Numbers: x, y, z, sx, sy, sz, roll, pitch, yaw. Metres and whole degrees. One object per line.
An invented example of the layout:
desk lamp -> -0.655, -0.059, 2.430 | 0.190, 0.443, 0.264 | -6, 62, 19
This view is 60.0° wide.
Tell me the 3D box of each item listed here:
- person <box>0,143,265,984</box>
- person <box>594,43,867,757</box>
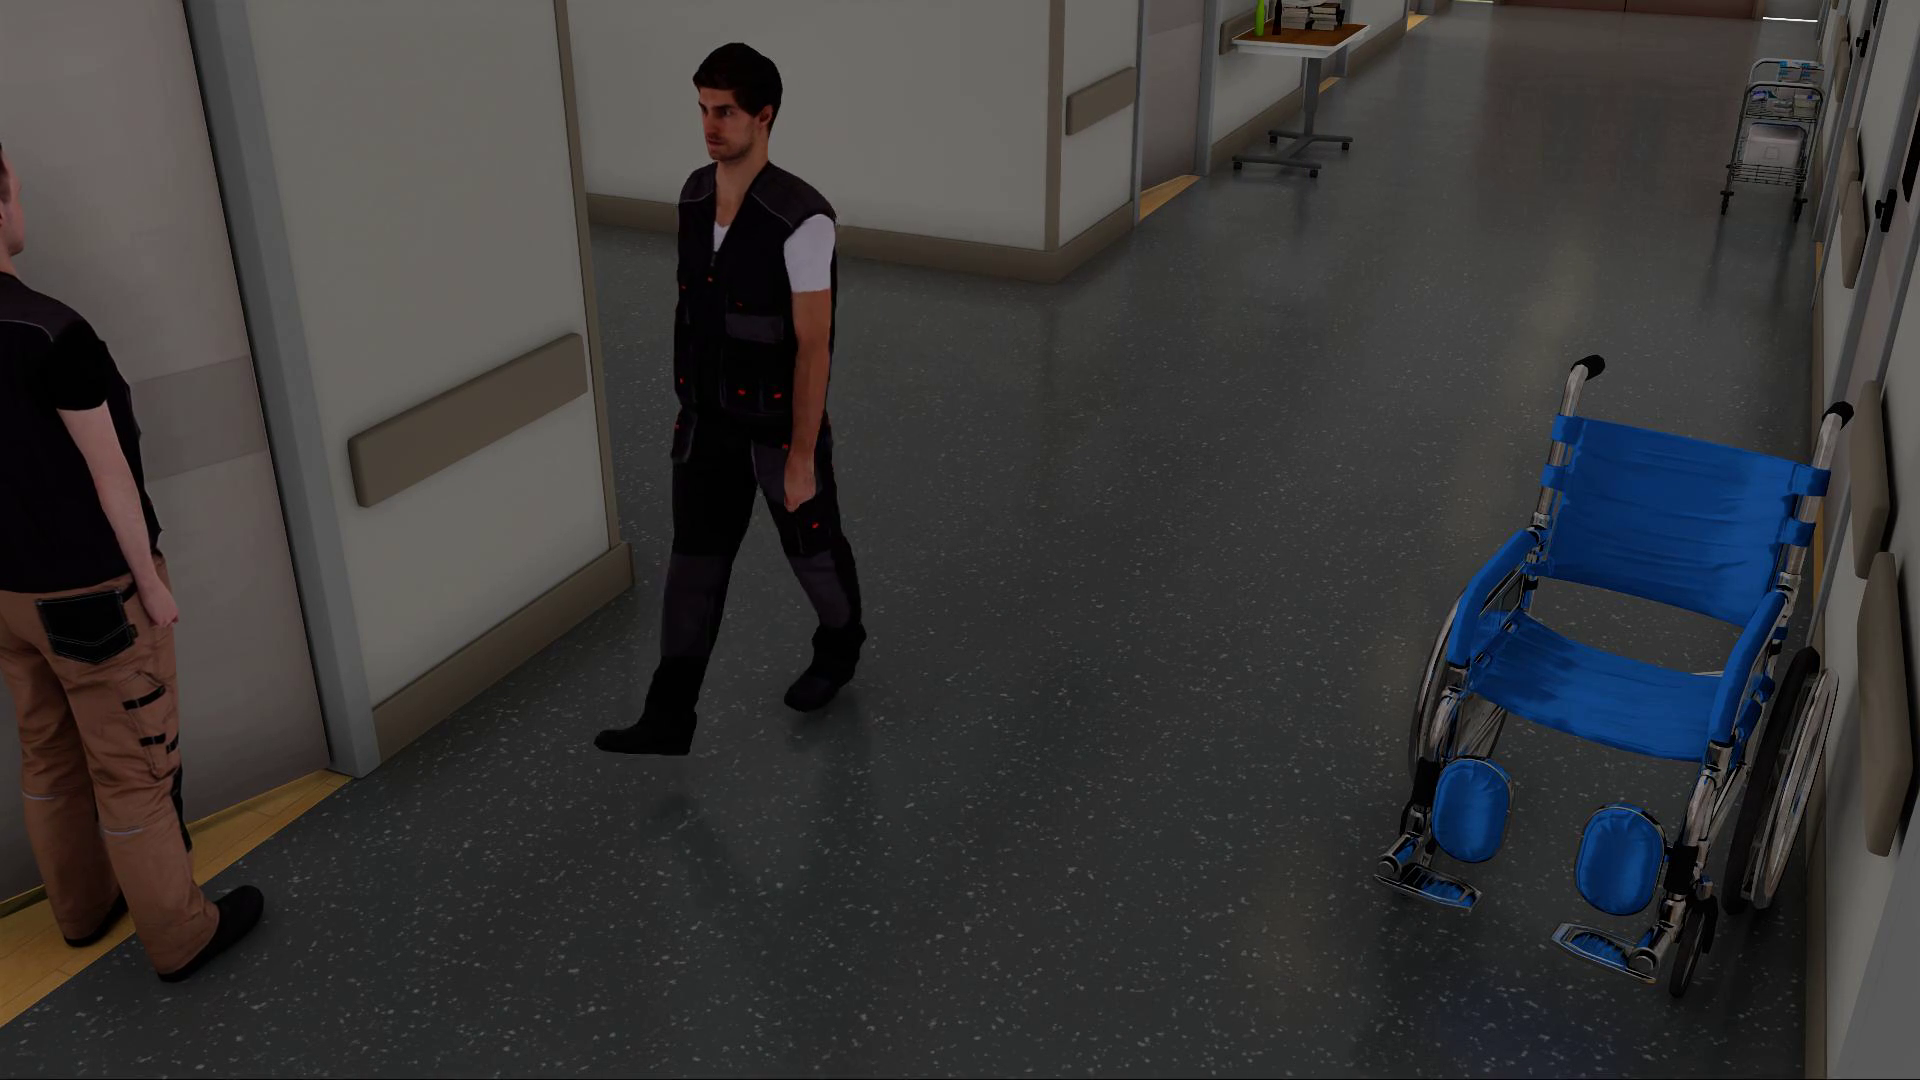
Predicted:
person -> -1.867, 0.076, 3.424 | 0.674, 1.840, 0.585 | 10, 27, 20
person -> -0.452, -0.332, 4.299 | 0.807, 1.814, 1.156 | 17, 30, 31
